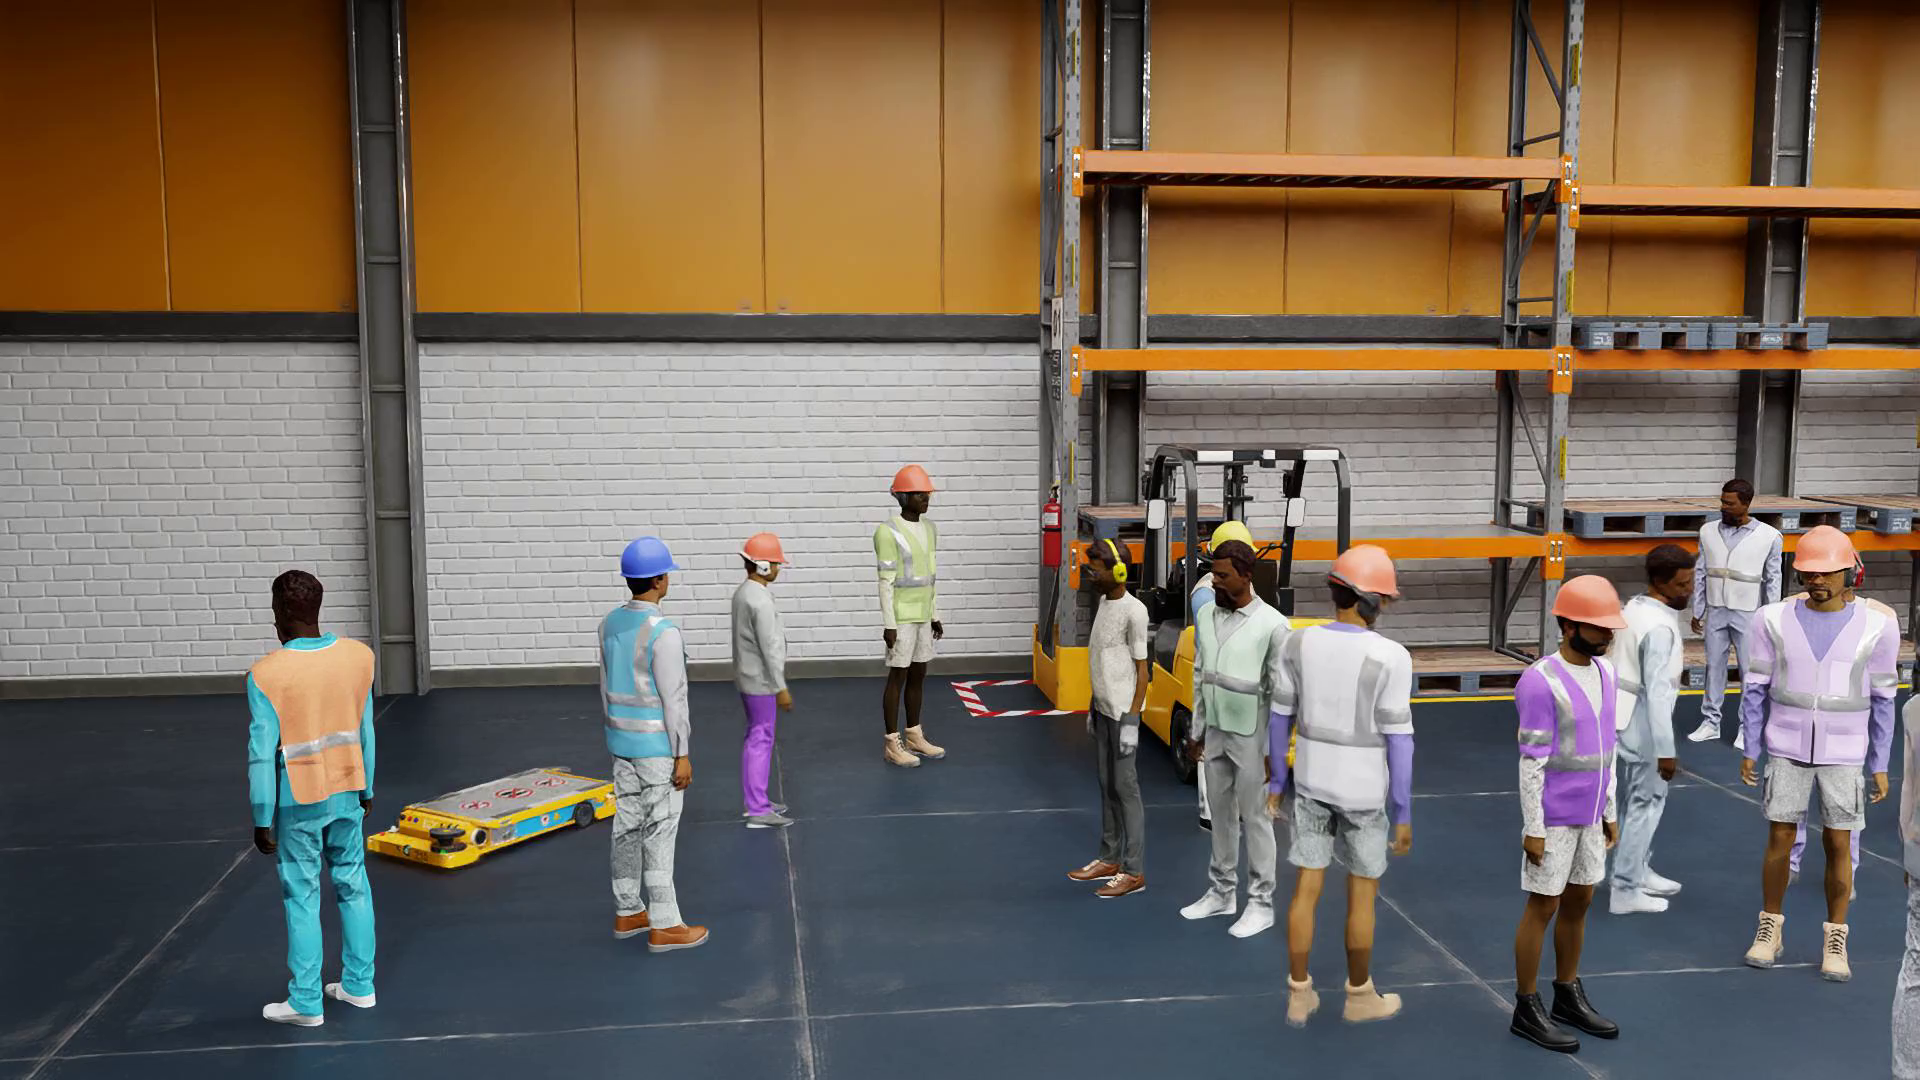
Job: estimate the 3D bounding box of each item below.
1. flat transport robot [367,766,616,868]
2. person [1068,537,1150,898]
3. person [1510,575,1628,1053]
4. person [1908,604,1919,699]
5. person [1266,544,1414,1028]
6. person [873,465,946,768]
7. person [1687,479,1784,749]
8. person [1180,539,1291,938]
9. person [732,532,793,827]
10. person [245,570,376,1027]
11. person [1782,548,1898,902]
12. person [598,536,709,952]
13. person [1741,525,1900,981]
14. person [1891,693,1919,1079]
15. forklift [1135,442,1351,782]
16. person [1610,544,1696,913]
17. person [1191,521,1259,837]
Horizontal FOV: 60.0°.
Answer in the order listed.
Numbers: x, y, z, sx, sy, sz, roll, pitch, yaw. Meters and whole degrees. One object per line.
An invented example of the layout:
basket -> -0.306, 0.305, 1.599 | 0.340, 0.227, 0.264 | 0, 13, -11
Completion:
flat transport robot -> -2.639, 1.581, 9.651 | 0.652, 0.197, 1.431 | 4, 8, 31
person -> 0.793, 0.909, 8.630 | 0.327, 1.865, 0.517 | -2, 7, -19
person -> 2.484, 1.095, 6.730 | 0.544, 1.930, 0.389 | -4, 8, -33
person -> 5.760, 0.862, 9.805 | 0.402, 1.677, 0.557 | 1, 7, 5
person -> 1.591, 1.022, 6.927 | 0.644, 2.039, 0.426 | 6, 9, 42
person -> -0.324, 0.508, 11.345 | 0.369, 2.048, 0.607 | 4, 8, 34
person -> 5.518, 0.517, 11.837 | 0.370, 1.915, 0.597 | -6, 9, -41
person -> 1.359, 0.945, 8.084 | 0.371, 1.916, 0.597 | -4, 8, -34
person -> -1.171, 0.826, 9.872 | 0.342, 1.747, 0.582 | -2, 7, -18
person -> -2.700, 1.077, 6.976 | 0.397, 1.910, 0.588 | 4, 8, 33
person -> 4.491, 0.926, 8.592 | 0.564, 1.837, 0.388 | 4, 8, 34
person -> -1.469, 0.955, 7.850 | 0.378, 1.950, 0.610 | -6, 9, -44
person -> 3.850, 0.950, 7.489 | 0.614, 2.042, 0.373 | 4, 8, 32
person -> 3.622, 1.183, 5.924 | 0.416, 1.940, 0.615 | -2, 7, -18
forklift -> 1.912, 0.418, 11.496 | 1.214, 2.155, 2.313 | -1, 7, -8
person -> 3.451, 0.943, 8.300 | 0.519, 1.885, 0.707 | 1, 7, 11
person -> 1.574, 0.801, 9.714 | 0.403, 1.833, 0.590 | 4, 8, 32
